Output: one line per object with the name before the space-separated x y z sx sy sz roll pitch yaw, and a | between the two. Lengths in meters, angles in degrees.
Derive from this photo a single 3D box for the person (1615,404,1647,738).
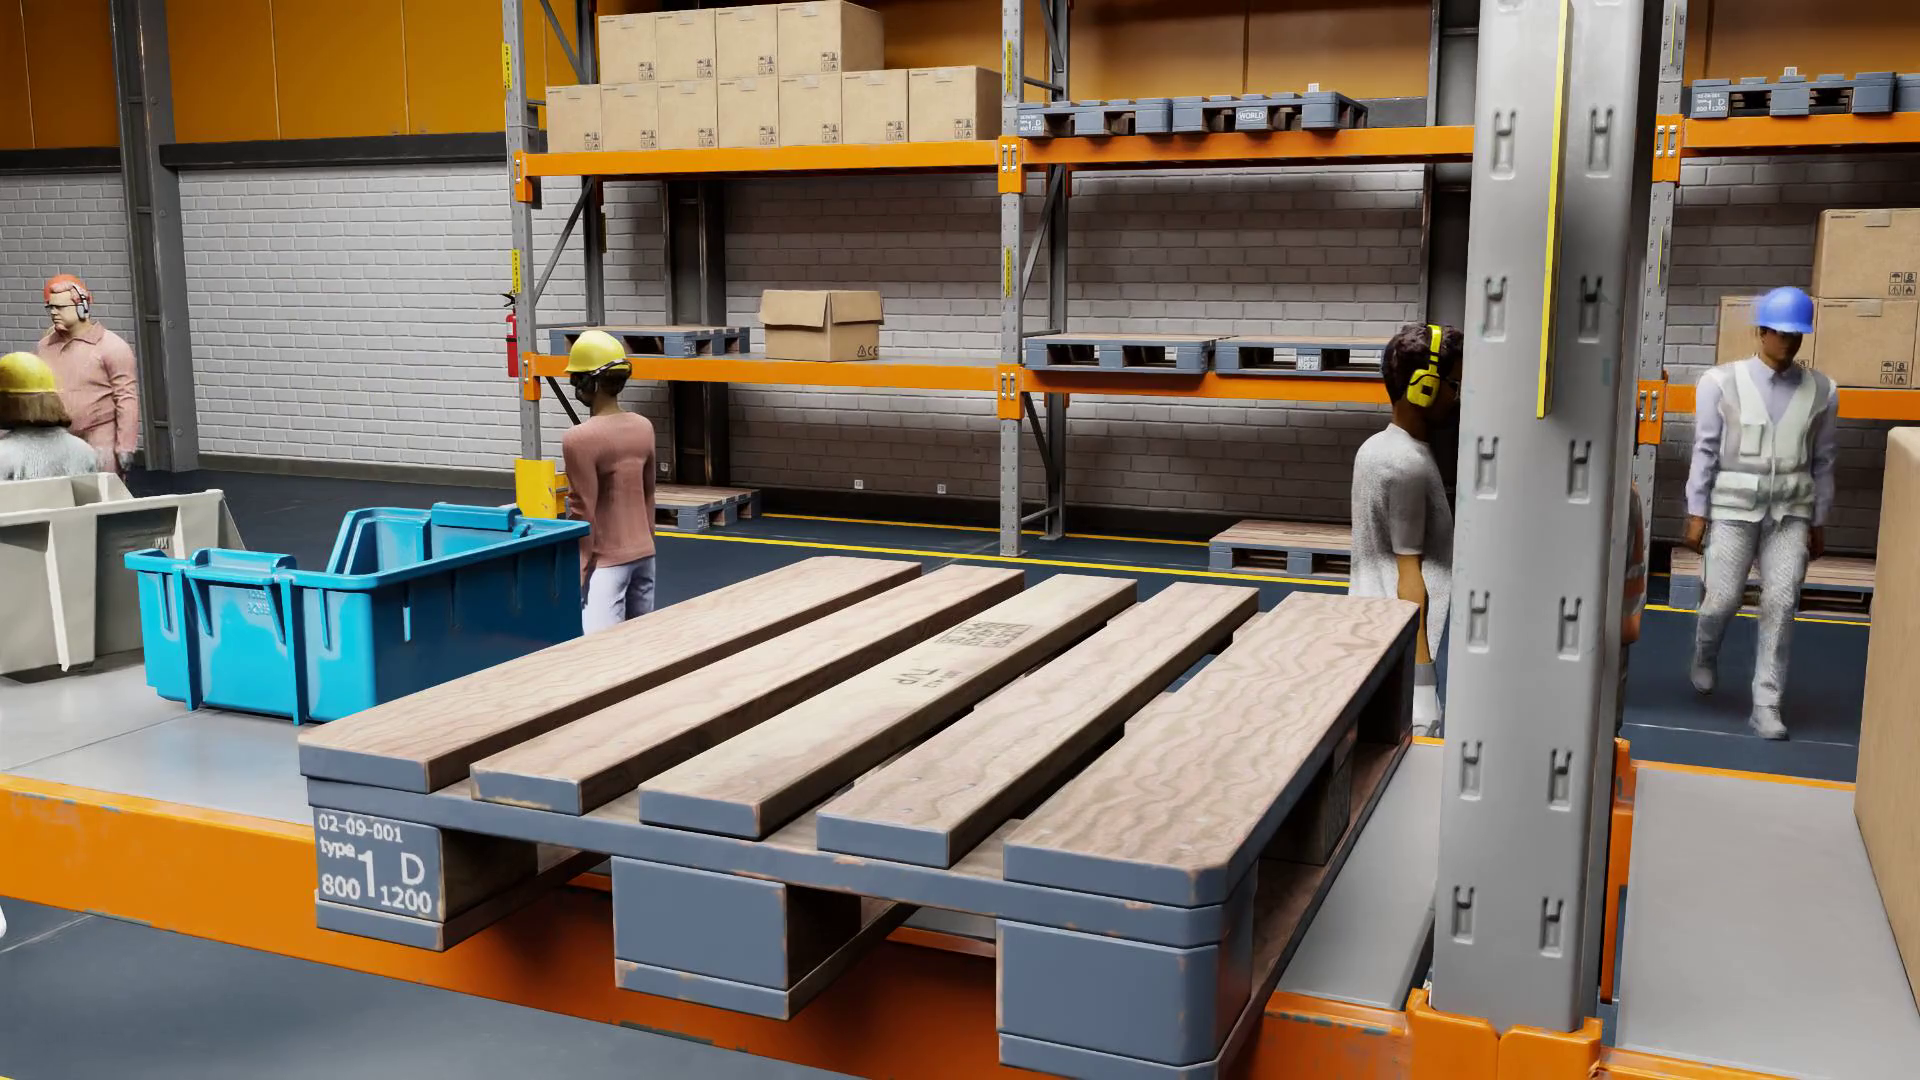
person | 2.044 0.316 5.380 0.308 1.640 0.511 3 10 17

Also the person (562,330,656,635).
person | -1.351 0.087 6.371 0.328 1.767 0.530 4 10 23

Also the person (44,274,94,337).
person | -6.085 -0.849 11.452 0.347 1.943 0.545 -6 11 -31

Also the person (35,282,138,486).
person | -5.200 -0.565 9.858 0.648 1.907 0.401 2 10 13

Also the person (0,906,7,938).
person | -3.072 0.398 4.895 0.500 1.636 0.281 -4 10 -22

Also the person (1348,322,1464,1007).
person | 1.219 0.341 4.559 0.328 1.865 0.520 0 9 1

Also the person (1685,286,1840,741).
person | 3.448 -0.135 7.213 0.614 1.925 0.649 2 10 9

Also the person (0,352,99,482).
person | -3.418 0.153 6.182 0.912 1.687 0.501 4 10 25
